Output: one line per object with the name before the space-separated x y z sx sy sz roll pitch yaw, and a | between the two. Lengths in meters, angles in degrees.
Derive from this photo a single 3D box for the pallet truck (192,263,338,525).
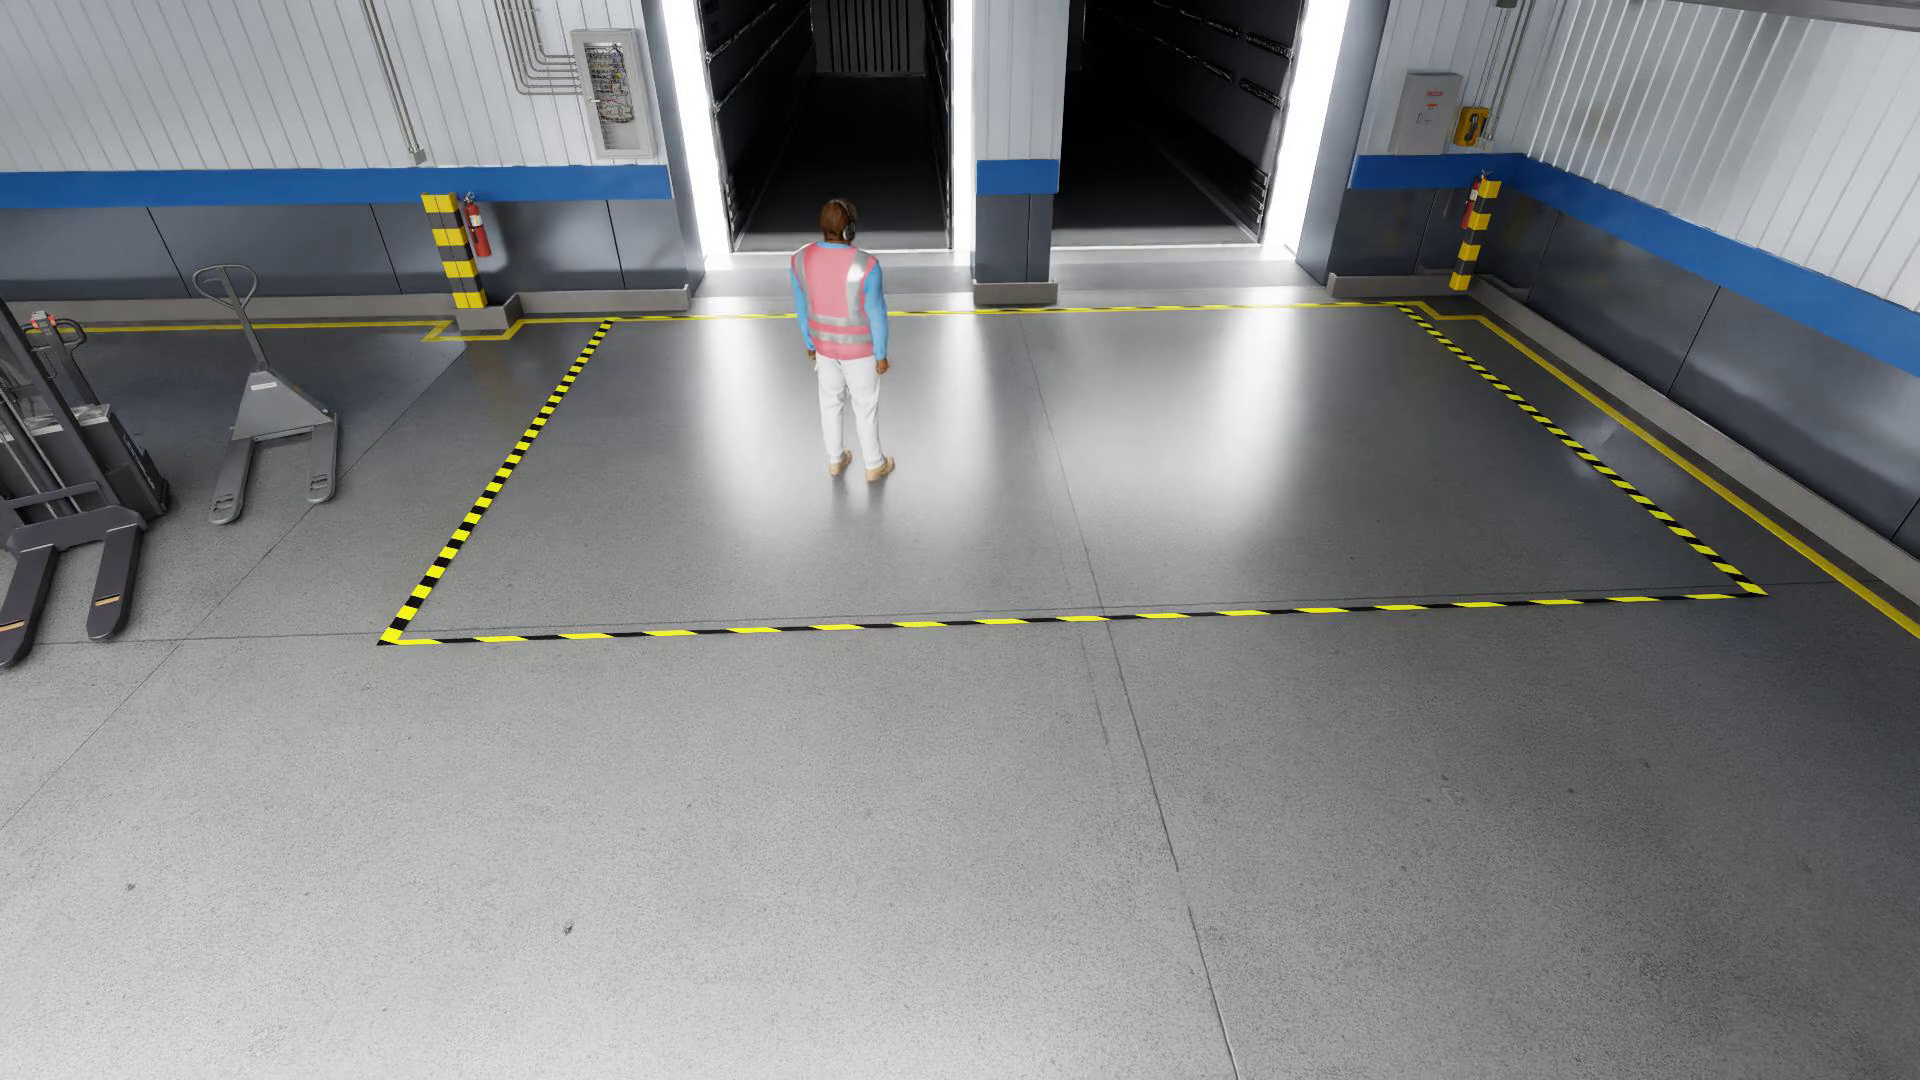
pallet truck | -4.778 -1.027 6.128 0.680 1.201 1.601 -17 38 -23

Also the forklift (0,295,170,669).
forklift | -5.212 -0.618 4.878 0.823 1.965 1.885 -20 39 -26

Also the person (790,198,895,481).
person | -0.730 -1.248 5.918 0.622 1.843 0.431 13 37 18
